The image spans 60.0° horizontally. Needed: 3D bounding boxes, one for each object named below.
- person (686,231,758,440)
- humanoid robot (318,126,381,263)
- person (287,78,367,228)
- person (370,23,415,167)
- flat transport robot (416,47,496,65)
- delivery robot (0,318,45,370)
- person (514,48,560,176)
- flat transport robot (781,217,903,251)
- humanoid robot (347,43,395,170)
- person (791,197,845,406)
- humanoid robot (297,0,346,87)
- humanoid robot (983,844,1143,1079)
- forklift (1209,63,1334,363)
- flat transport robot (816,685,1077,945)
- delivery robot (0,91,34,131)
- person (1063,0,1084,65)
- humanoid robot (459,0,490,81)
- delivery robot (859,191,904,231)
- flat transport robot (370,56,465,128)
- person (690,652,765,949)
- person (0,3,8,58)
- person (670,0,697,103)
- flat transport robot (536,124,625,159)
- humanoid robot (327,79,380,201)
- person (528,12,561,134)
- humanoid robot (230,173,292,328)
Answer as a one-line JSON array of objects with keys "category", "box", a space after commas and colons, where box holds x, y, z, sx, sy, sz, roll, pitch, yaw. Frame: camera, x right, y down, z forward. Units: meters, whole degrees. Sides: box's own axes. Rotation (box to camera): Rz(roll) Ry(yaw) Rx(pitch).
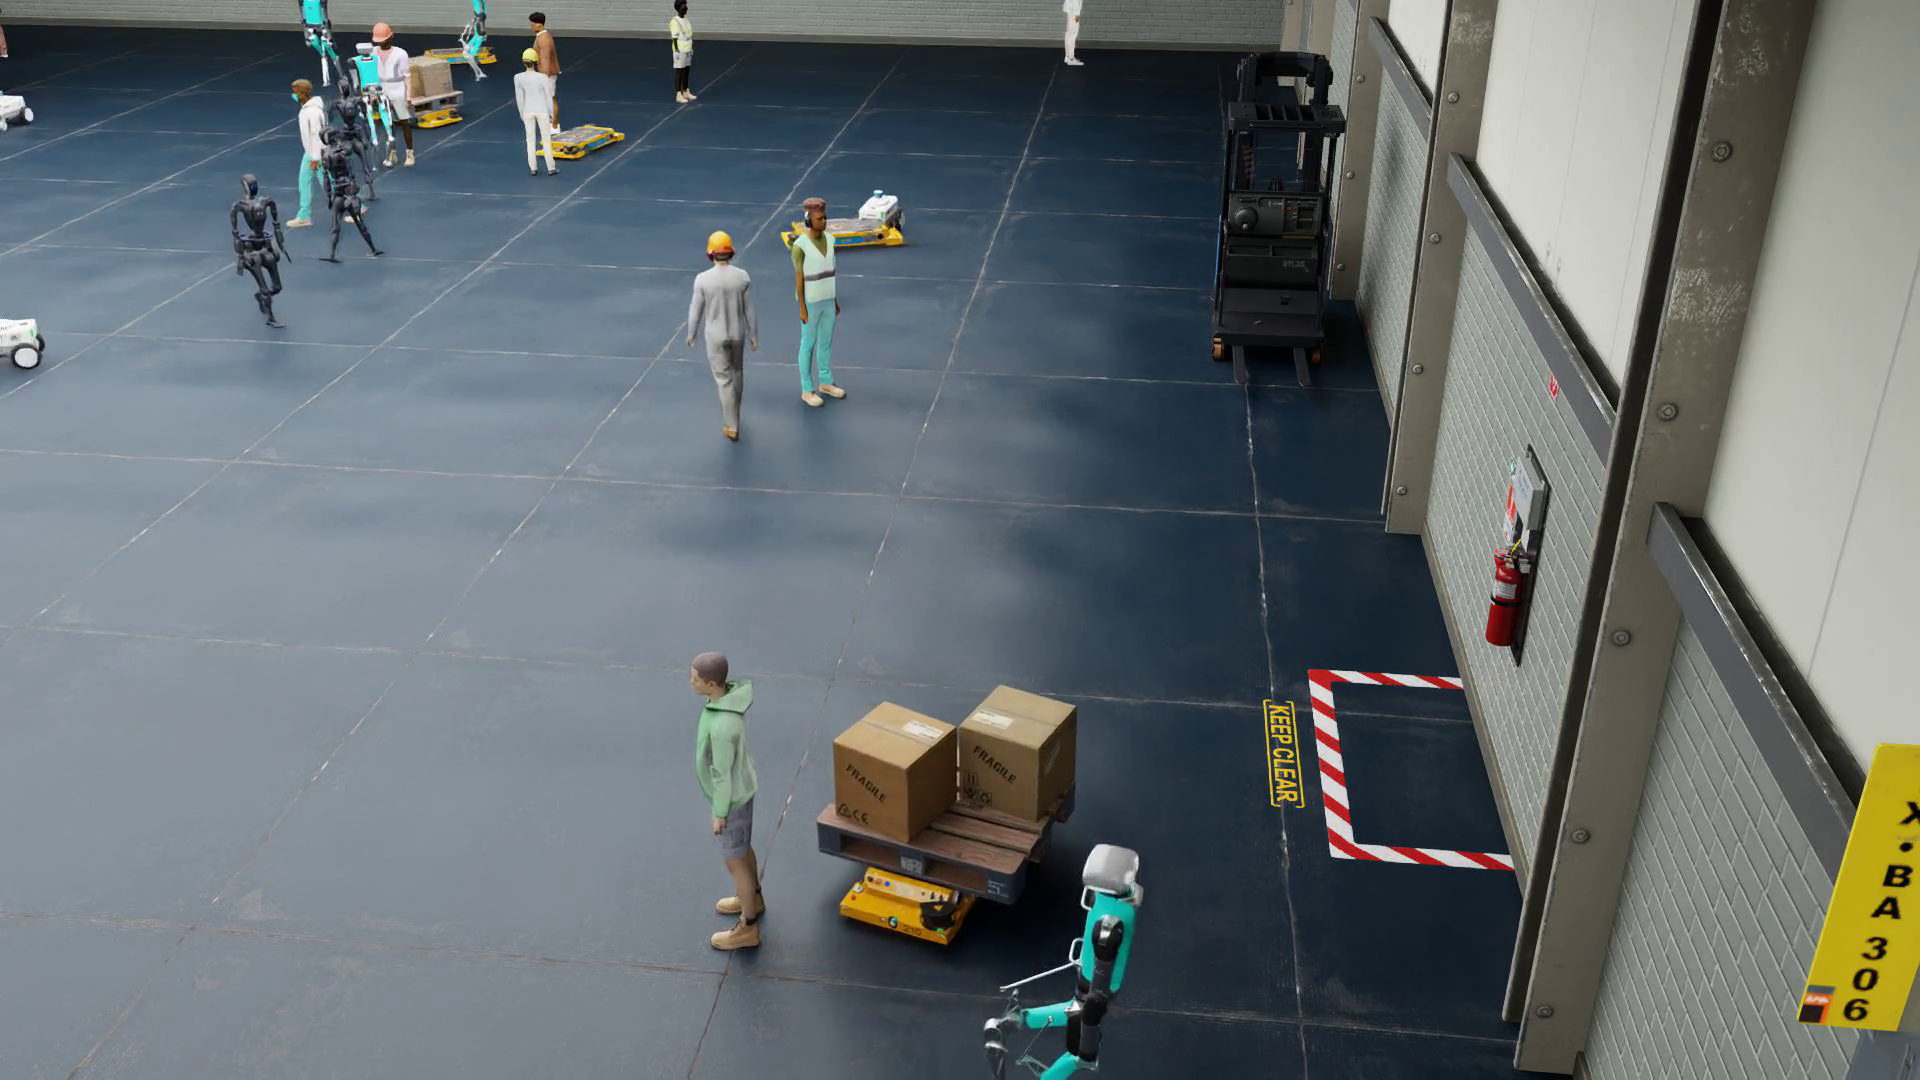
[{"category": "person", "box": [-2.186, -1.893, 15.147, 0.593, 1.861, 0.876, -14, 30, -25]}, {"category": "humanoid robot", "box": [-7.359, -4.107, 19.822, 0.608, 1.628, 0.788, 17, 31, 31]}, {"category": "person", "box": [-8.205, -4.941, 21.221, 0.941, 1.867, 0.506, -17, 31, -30]}, {"category": "person", "box": [-8.189, -6.403, 23.955, 0.604, 2.034, 0.389, 3, 27, 5]}, {"category": "flat transport robot", "box": [-9.470, -9.072, 31.250, 1.431, 0.231, 0.659, -7, 28, -14]}, {"category": "delivery robot", "box": [-9.698, -2.000, 16.830, 0.812, 0.611, 0.499, -11, 29, -21]}, {"category": "person", "box": [-5.994, -6.046, 23.538, 0.522, 1.768, 0.307, 1, 27, 3]}, {"category": "flat transport robot", "box": [-1.476, -3.814, 20.752, 1.431, 0.231, 0.659, -6, 27, -13]}, {"category": "humanoid robot", "box": [-8.333, -6.136, 23.773, 0.536, 1.819, 0.667, -13, 29, -24]}, {"category": "person", "box": [-1.365, -2.266, 15.760, 0.396, 1.976, 0.491, 21, 34, 36]}, {"category": "humanoid robot", "box": [-11.113, -8.788, 29.153, 0.556, 1.878, 0.812, 4, 27, 8]}, {"category": "humanoid robot", "box": [0.380, 2.081, 7.407, 1.039, 1.771, 0.544, 5, 27, 11]}, {"category": "forklift", "box": [3.241, -3.477, 17.183, 1.129, 2.768, 1.873, 3, 27, 6]}, {"category": "flat transport robot", "box": [-0.081, 1.766, 9.613, 0.659, 0.231, 1.431, 11, 29, 21]}, {"category": "delivery robot", "box": [-15.226, -6.853, 26.499, 0.499, 0.594, 0.778, 3, 27, 6]}, {"category": "person", "box": [2.105, -9.812, 30.935, 0.401, 1.876, 0.497, -4, 27, -7]}, {"category": "humanoid robot", "box": [-8.699, -9.049, 29.629, 0.655, 1.860, 0.542, -11, 29, -20]}, {"category": "delivery robot", "box": [-1.024, -4.128, 21.039, 0.499, 0.575, 0.754, 6, 27, 12]}, {"category": "flat transport robot", "box": [-8.807, -6.868, 26.850, 1.431, 0.231, 0.659, 16, 31, 28]}, {"category": "person", "box": [-1.220, 1.358, 8.800, 0.315, 1.732, 0.477, -3, 27, -6]}, {"category": "person", "box": [-18.398, -10.024, 31.319, 0.411, 1.913, 0.640, 18, 32, 31]}, {"category": "person", "box": [-4.659, -8.243, 27.998, 0.318, 1.695, 0.539, 10, 28, 19]}, {"category": "flat transport robot", "box": [-5.744, -6.031, 25.178, 0.659, 0.231, 1.431, 10, 28, 19]}, {"category": "humanoid robot", "box": [-8.184, -5.378, 22.354, 0.609, 1.627, 0.770, -22, 34, -37]}, {"category": "person", "box": [-6.429, -7.271, 25.901, 0.413, 1.843, 0.794, -7, 27, -13]}, {"category": "humanoid robot", "box": [-7.549, -3.120, 17.810, 0.595, 1.632, 0.594, 19, 32, 33]}]
